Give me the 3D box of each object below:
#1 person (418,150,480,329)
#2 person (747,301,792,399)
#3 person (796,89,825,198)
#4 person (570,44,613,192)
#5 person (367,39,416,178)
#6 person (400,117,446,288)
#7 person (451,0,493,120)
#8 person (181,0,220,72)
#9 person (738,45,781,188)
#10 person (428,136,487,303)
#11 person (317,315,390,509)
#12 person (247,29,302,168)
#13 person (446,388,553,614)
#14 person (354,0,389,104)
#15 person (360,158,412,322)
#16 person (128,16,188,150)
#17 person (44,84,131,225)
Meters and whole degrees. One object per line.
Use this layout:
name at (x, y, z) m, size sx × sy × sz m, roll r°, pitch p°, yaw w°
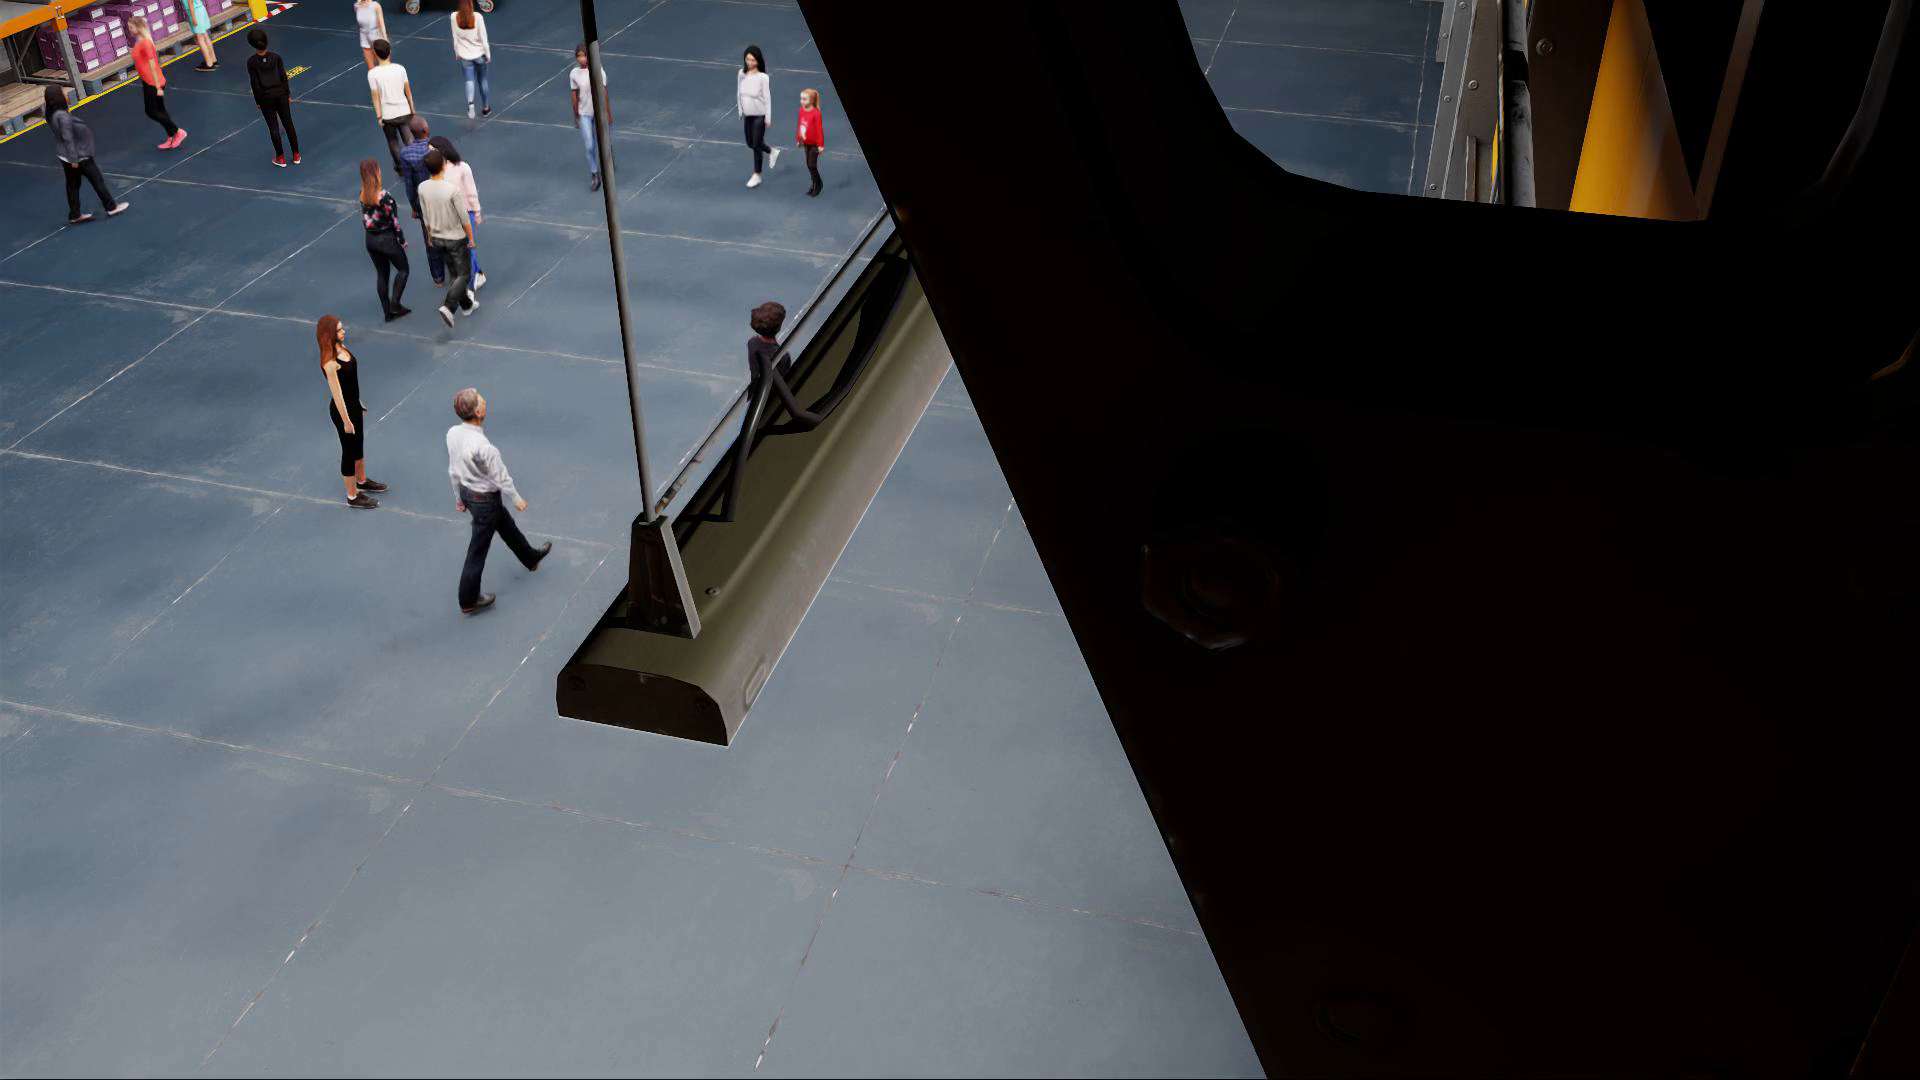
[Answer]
person at (-5.135, -2.980, 16.614) m, size 0.657 × 1.792 × 0.977 m, roll 7°, pitch 34°, yaw 11°
person at (-1.625, -1.116, 13.826) m, size 0.805 × 1.774 × 1.162 m, roll 18°, pitch 37°, yaw 24°
person at (-1.714, -4.719, 19.700) m, size 0.582 × 1.272 × 0.610 m, roll 25°, pitch 41°, yaw 32°
person at (-4.361, -5.067, 19.828) m, size 0.722 × 1.709 × 0.845 m, roll -1°, pitch 34°, yaw -1°
person at (-6.736, -5.088, 19.874) m, size 1.070 × 1.695 × 1.102 m, roll -19°, pitch 38°, yaw -26°
person at (-5.514, -3.536, 17.421) m, size 0.755 × 1.825 × 0.739 m, roll -4°, pitch 34°, yaw -6°
person at (-6.373, -6.285, 21.692) m, size 0.794 × 1.676 × 1.009 m, roll -1°, pitch 34°, yaw -1°
person at (-10.815, -7.452, 23.554) m, size 0.681 × 1.558 × 0.576 m, roll -4°, pitch 34°, yaw -6°
person at (-2.388, -5.098, 19.904) m, size 0.778 × 1.678 × 0.962 m, roll 19°, pitch 38°, yaw 26°
person at (-5.162, -3.377, 17.276) m, size 0.639 × 1.722 × 0.958 m, roll 9°, pitch 35°, yaw 13°
person at (-5.106, -1.085, 13.825) m, size 0.679 × 1.724 × 0.559 m, roll -3°, pitch 34°, yaw -4°
person at (-8.424, -5.426, 20.400) m, size 0.656 × 1.675 × 0.735 m, roll -21°, pitch 39°, yaw -29°
person at (-3.660, -0.254, 12.539) m, size 1.038 × 1.764 × 1.265 m, roll 28°, pitch 43°, yaw 36°
person at (-7.887, -6.762, 22.488) m, size 0.563 × 1.589 × 0.859 m, roll 9°, pitch 35°, yaw 14°
person at (-5.849, -2.968, 16.714) m, size 0.656 × 1.661 × 0.639 m, roll 18°, pitch 37°, yaw 25°
person at (-10.002, -5.714, 20.828) m, size 0.824 × 1.682 × 0.768 m, roll -21°, pitch 39°, yaw -28°
person at (-10.126, -4.344, 18.865) m, size 0.894 × 1.573 × 1.019 m, roll 23°, pitch 40°, yaw 31°
